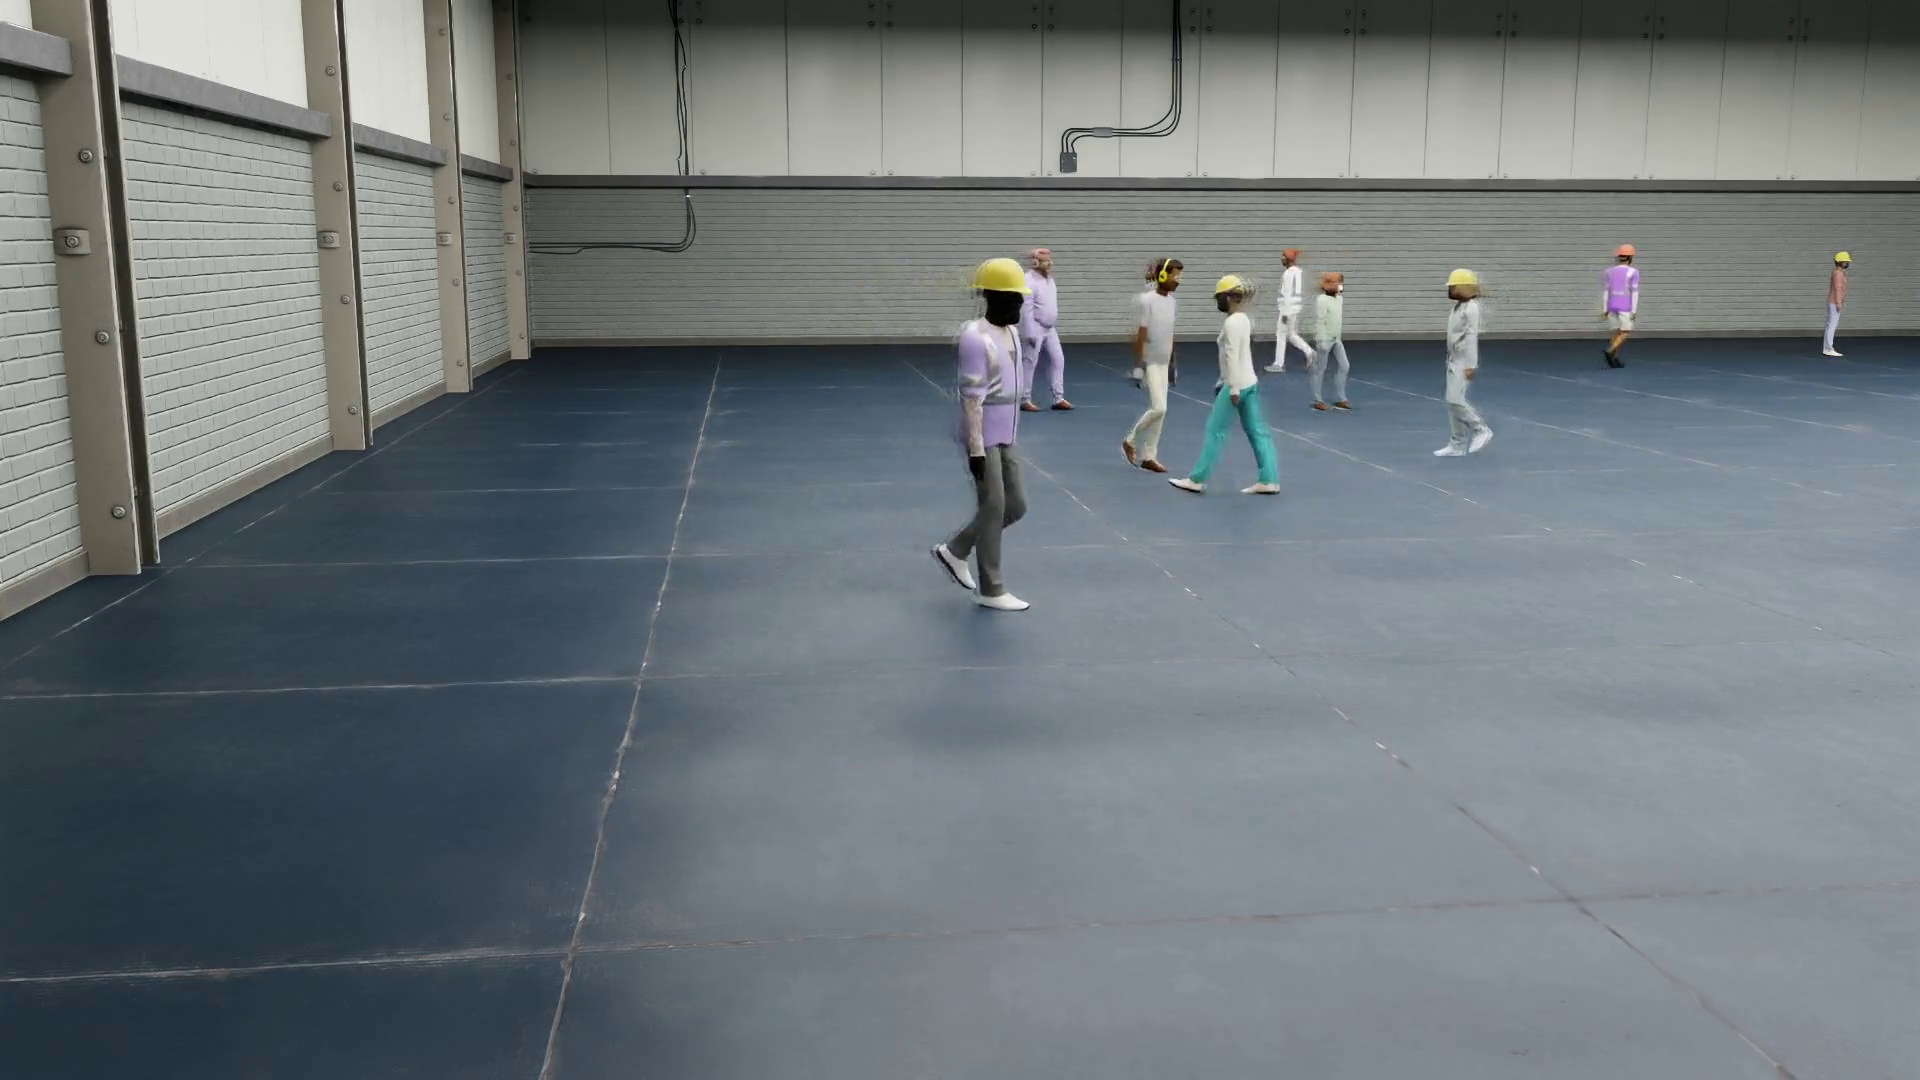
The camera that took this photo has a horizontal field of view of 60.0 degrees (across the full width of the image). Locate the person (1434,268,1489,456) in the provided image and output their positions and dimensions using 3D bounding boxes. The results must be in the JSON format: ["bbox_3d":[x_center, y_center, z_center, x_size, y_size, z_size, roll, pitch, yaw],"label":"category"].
[{"bbox_3d":[4.616,-1.625,15.311,0.403,1.729,0.508,-1,10,-3],"label":"person"}]

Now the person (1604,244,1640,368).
[{"bbox_3d":[10.072,-3.559,25.439,0.620,1.922,0.550,-8,13,-37],"label":"person"}]

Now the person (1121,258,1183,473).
[{"bbox_3d":[1.692,-1.494,14.298,0.412,1.846,0.550,9,14,41],"label":"person"}]

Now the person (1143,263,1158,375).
[{"bbox_3d":[2.867,-3.240,24.452,0.507,1.632,0.264,-10,14,-42],"label":"person"}]

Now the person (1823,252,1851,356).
[{"bbox_3d":[14.968,-4.023,28.377,0.316,1.769,0.523,4,11,22],"label":"person"}]

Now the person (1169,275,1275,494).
[{"bbox_3d":[2.094,-1.204,13.080,0.869,1.713,0.536,4,11,23],"label":"person"}]

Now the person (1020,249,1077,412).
[{"bbox_3d":[1.012,-2.403,19.187,0.800,1.877,0.666,8,13,36],"label":"person"}]

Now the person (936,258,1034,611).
[{"bbox_3d":[0.137,-0.570,9.044,0.540,1.910,0.593,5,12,26],"label":"person"}]

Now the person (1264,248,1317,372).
[{"bbox_3d":[4.976,-3.434,24.887,0.735,1.865,0.584,6,12,28],"label":"person"}]

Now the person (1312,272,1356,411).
[{"bbox_3d":[4.368,-2.288,19.261,0.616,1.613,0.526,10,14,44],"label":"person"}]
